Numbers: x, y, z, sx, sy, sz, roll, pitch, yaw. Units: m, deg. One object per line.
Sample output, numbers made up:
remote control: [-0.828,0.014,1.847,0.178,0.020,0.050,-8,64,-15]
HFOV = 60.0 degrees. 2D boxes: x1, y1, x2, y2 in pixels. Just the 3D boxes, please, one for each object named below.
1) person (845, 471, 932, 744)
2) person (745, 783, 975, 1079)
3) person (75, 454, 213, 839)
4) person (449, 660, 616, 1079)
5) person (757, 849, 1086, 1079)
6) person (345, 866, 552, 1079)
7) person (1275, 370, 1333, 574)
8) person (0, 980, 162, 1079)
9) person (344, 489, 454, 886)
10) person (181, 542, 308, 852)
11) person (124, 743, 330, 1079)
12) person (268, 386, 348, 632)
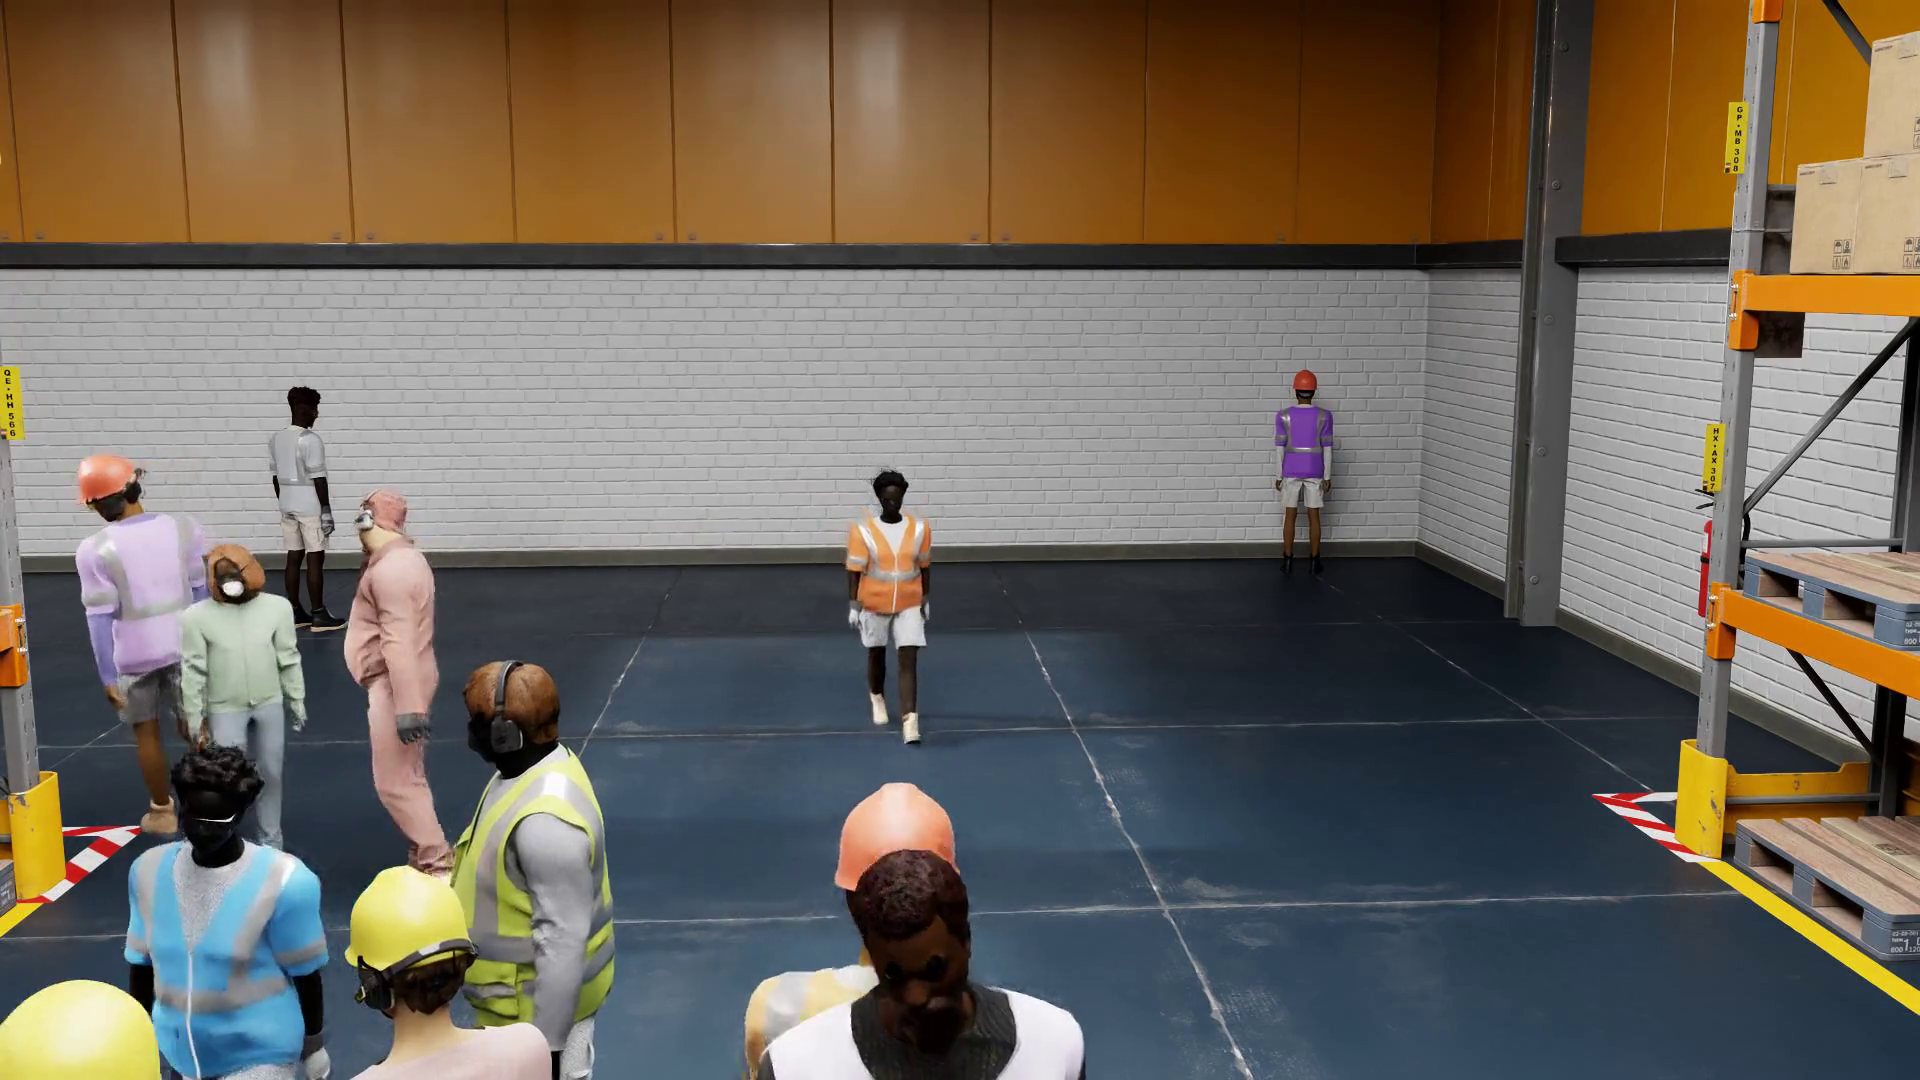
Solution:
person: [-0.429,0.395,10.196,0.547,1.643,0.886,-2,9,-11]
person: [-0.144,1.409,3.068,0.531,1.902,0.883,1,9,4]
person: [-3.892,0.561,8.093,0.845,1.995,0.653,9,13,44]
person: [-1.139,1.219,4.438,0.430,1.841,0.624,-3,10,-19]
person: [-0.034,1.449,2.834,0.597,1.887,0.669,-1,9,-9]
person: [-0.987,1.471,3.112,0.334,1.764,0.523,8,12,40]
person: [3.262,-0.644,15.812,0.545,1.942,0.352,2,9,12]
person: [-1.092,1.547,2.232,0.593,1.889,0.822,-7,11,-36]
person: [-2.525,0.710,7.575,0.512,1.867,0.768,-2,9,-13]
person: [-3.355,0.794,7.783,0.519,1.612,0.429,-8,12,-40]
person: [-1.907,1.305,4.449,0.529,1.661,0.833,2,9,13]
person: [-5.218,-0.248,13.272,0.603,1.958,0.380,6,11,31]
